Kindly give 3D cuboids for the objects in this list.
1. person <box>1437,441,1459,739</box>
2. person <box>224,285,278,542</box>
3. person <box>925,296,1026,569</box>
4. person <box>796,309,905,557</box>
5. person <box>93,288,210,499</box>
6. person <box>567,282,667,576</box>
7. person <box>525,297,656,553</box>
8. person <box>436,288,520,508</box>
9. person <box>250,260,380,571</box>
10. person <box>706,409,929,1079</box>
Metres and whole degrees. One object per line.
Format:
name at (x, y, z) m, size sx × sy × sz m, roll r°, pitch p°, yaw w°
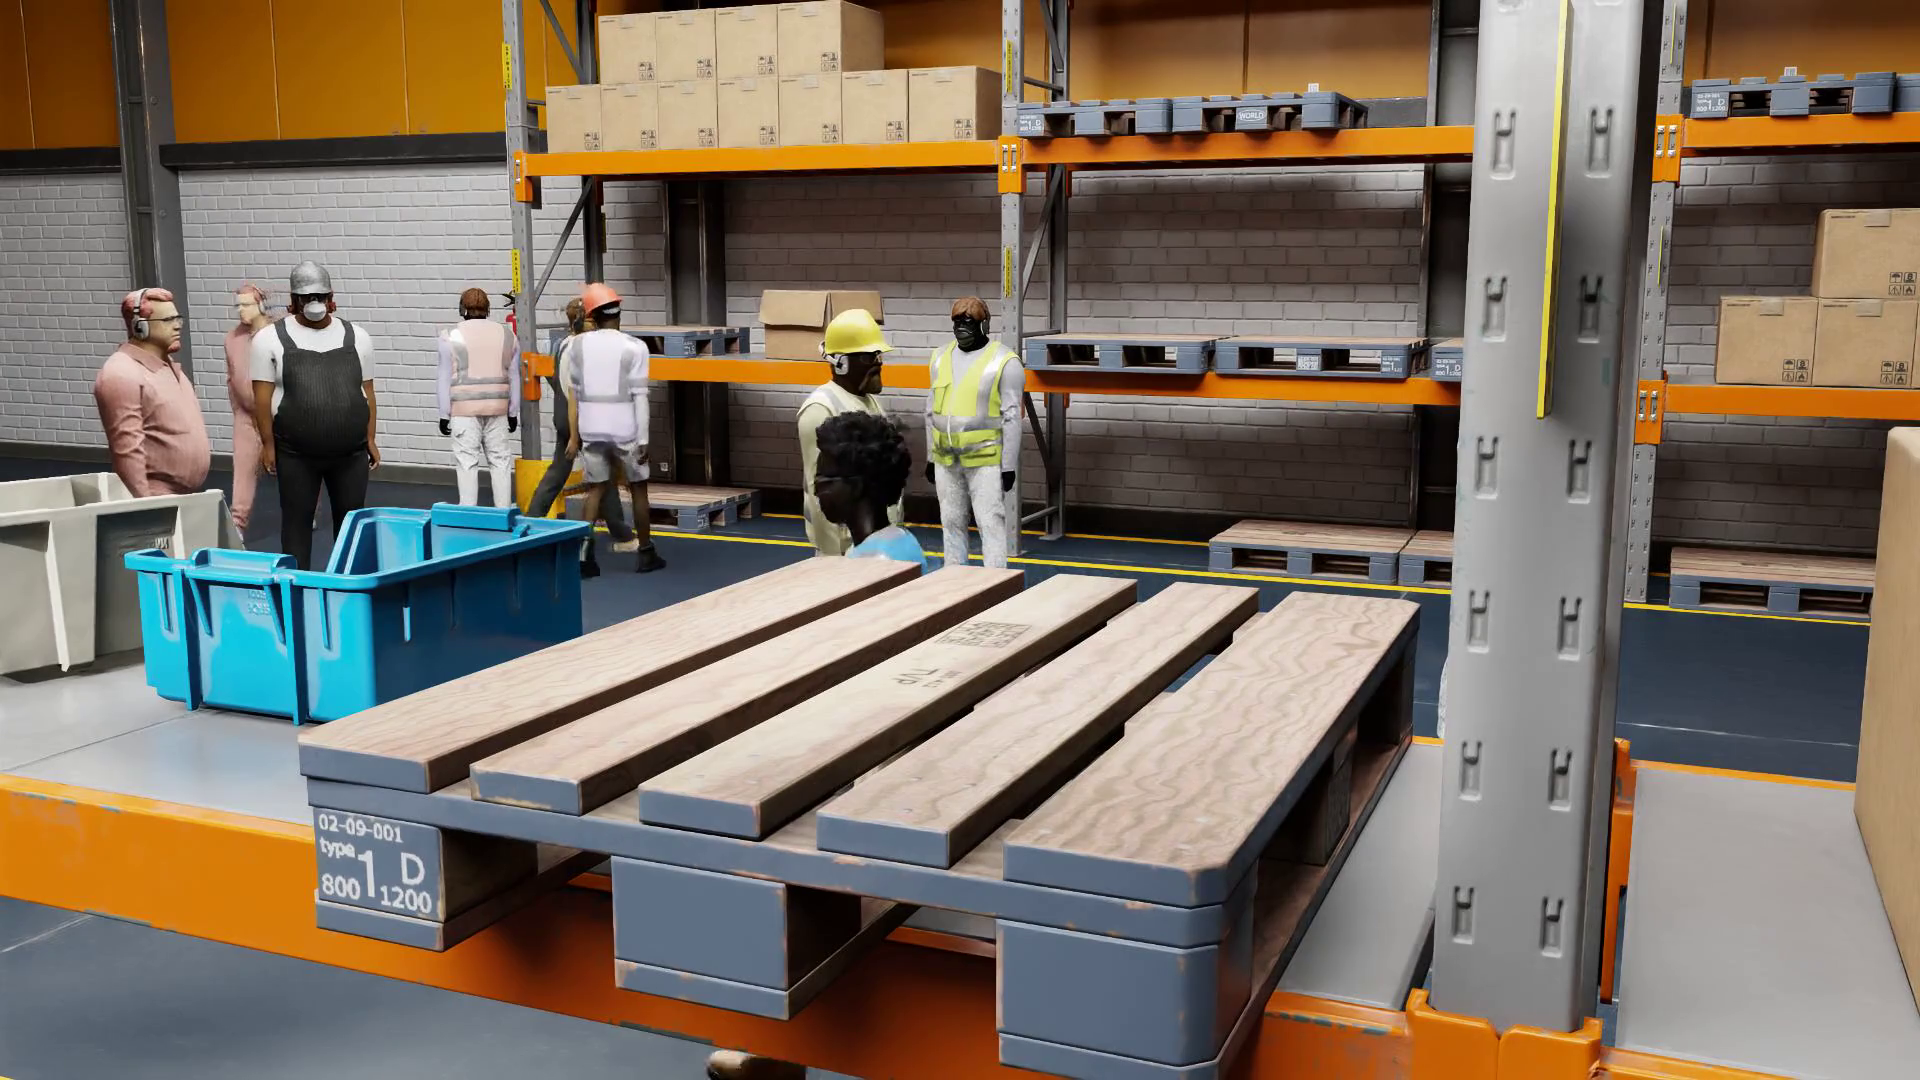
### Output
person at (2.076, 0.091, 6.419) m, size 0.320 × 1.742 × 0.492 m, roll 8°, pitch 13°, yaw 41°
person at (-5.024, -0.894, 11.966) m, size 0.660 × 1.852 × 0.990 m, roll 2°, pitch 10°, yaw 9°
person at (0.060, -0.458, 9.456) m, size 0.625 × 1.837 × 0.428 m, roll 6°, pitch 11°, yaw 34°
person at (-0.427, -0.019, 6.804) m, size 0.403 × 1.835 × 0.588 m, roll 3°, pitch 10°, yaw 18°
person at (-3.577, -0.169, 7.484) m, size 0.404 × 1.911 × 0.636 m, roll -1°, pitch 10°, yaw -6°
person at (-2.252, -0.690, 10.676) m, size 0.553 × 1.902 × 0.620 m, roll 1°, pitch 10°, yaw 8°
person at (-2.632, -0.759, 11.381) m, size 0.969 × 1.795 × 0.554 m, roll -5°, pitch 10°, yaw -25°
person at (-3.574, -0.946, 12.359) m, size 0.623 × 1.838 × 0.429 m, roll -7°, pitch 12°, yaw -37°
person at (-3.657, -0.579, 9.543) m, size 0.688 × 2.000 × 0.539 m, roll -6°, pitch 11°, yaw -34°
person at (-0.313, 0.526, 4.017) m, size 0.715 × 1.676 × 0.543 m, roll 2°, pitch 10°, yaw 13°
